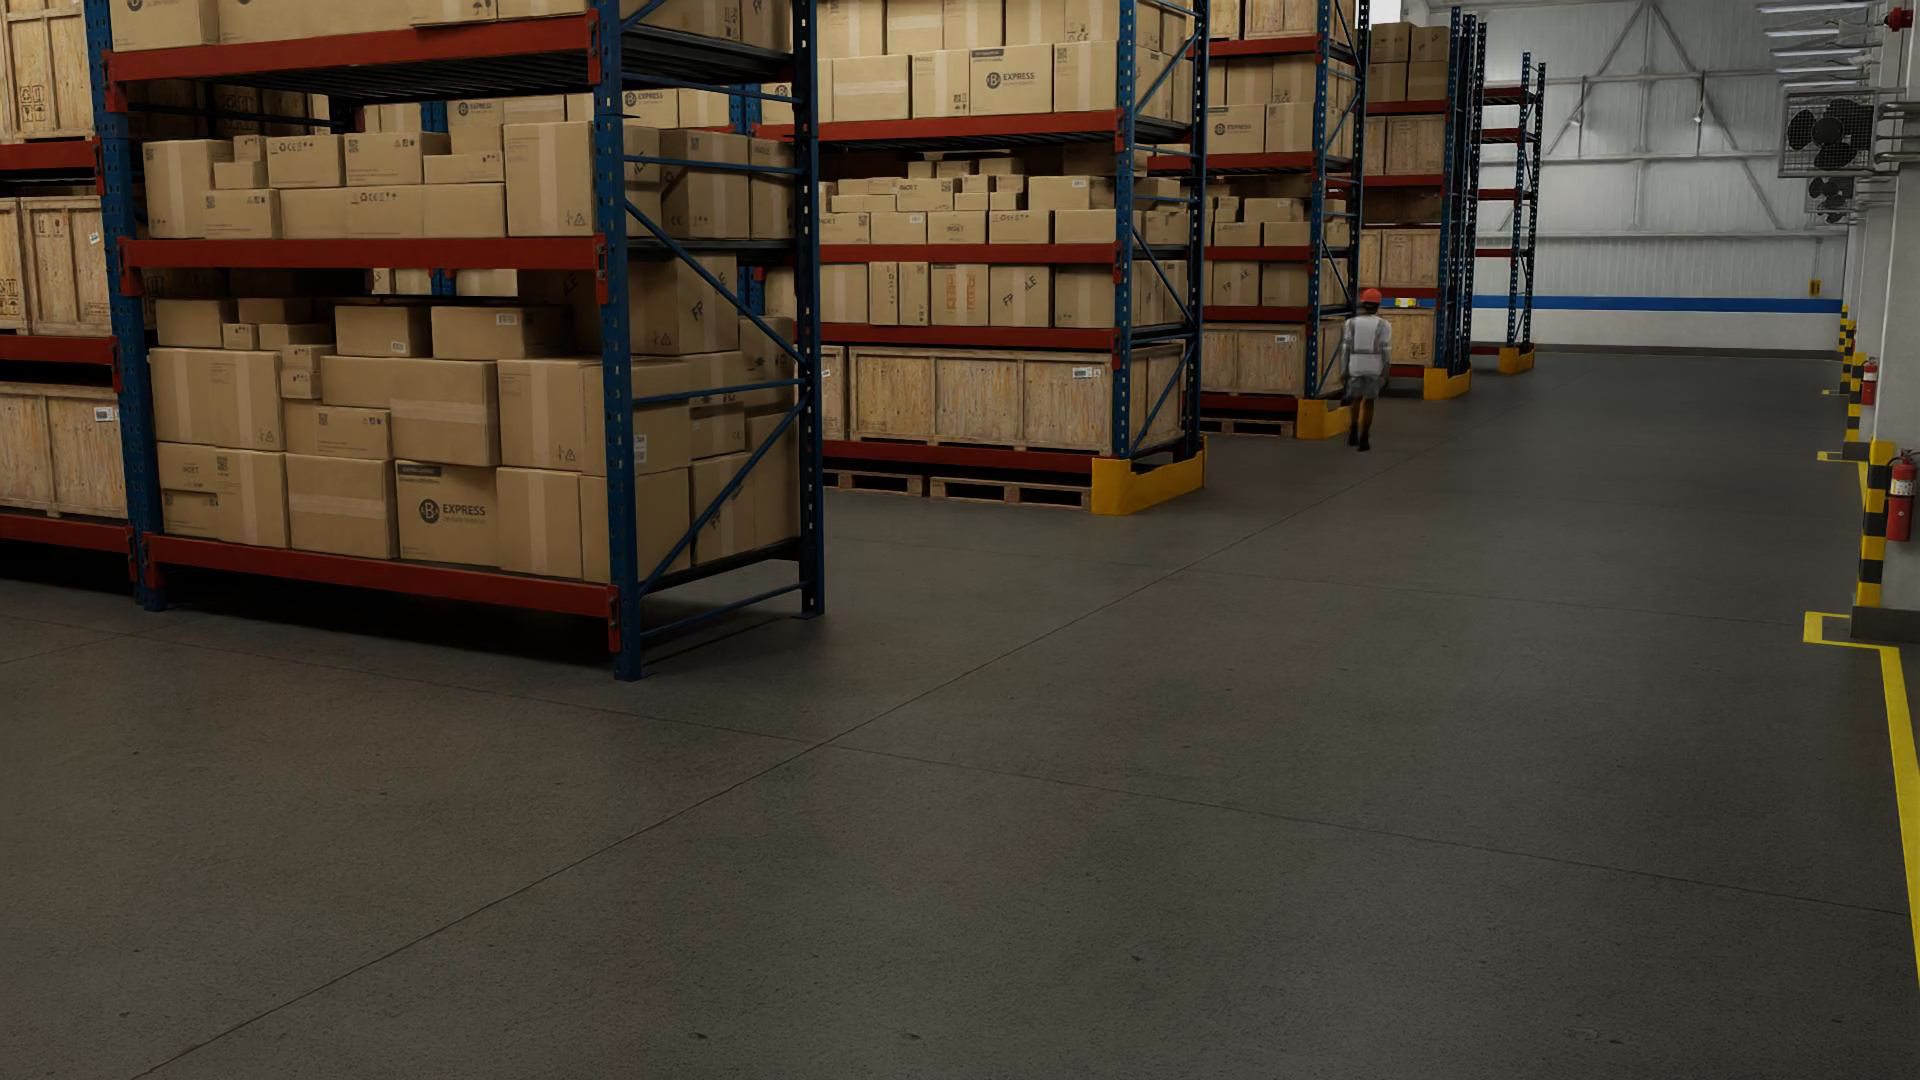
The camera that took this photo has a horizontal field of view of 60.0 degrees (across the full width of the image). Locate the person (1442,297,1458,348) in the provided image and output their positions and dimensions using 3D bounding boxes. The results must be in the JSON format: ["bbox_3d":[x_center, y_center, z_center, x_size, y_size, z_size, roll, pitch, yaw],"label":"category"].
[{"bbox_3d":[8.614,-3.569,29.504,0.314,1.636,0.516,-5,11,-25],"label":"person"}]

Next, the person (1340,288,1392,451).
[{"bbox_3d":[4.799,-2.007,19.627,0.579,1.920,0.419,5,11,28],"label":"person"}]
